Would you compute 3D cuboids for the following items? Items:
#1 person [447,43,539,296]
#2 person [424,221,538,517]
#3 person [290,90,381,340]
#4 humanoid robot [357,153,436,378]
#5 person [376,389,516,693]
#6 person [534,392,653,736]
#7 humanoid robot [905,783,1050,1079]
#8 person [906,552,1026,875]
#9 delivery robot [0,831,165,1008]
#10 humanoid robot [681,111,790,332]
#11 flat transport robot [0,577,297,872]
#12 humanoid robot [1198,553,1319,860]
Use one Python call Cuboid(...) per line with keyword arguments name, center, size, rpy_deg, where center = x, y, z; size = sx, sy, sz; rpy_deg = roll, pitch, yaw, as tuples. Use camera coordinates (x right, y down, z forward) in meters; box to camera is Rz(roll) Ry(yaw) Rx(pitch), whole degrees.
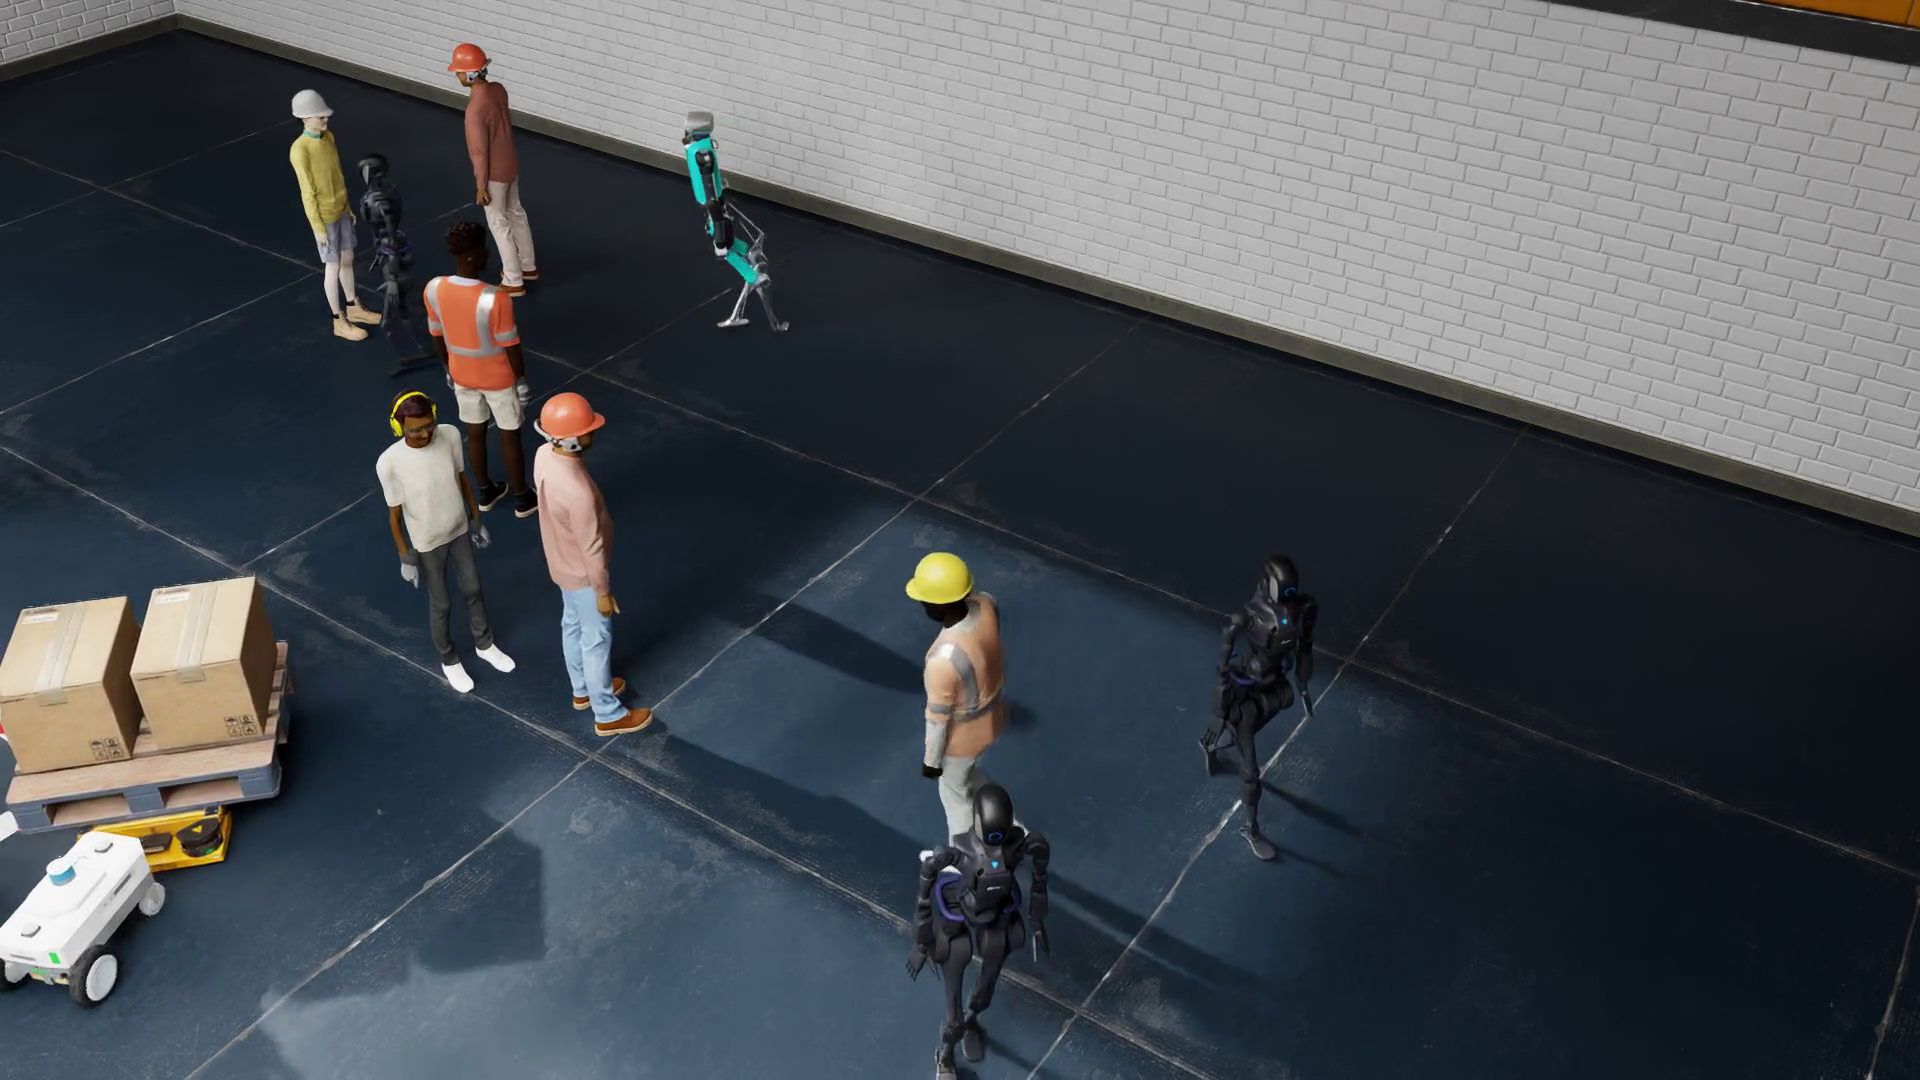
Cuboid(name="person", center=(-3.610, -2.853, 12.850), size=(0.403, 1.988, 0.618), rpy_deg=(5, 35, 8))
Cuboid(name="person", center=(-2.927, -1.034, 10.264), size=(0.607, 1.962, 0.368), rpy_deg=(12, 37, 17))
Cuboid(name="person", center=(-4.649, -2.404, 12.287), size=(0.390, 1.888, 0.489), rpy_deg=(7, 36, 10))
Cuboid(name="humanoid robot", center=(-4.083, -1.964, 11.839), size=(0.418, 1.645, 0.596), rpy_deg=(-17, 38, -23))
Cuboid(name="person", center=(-2.756, 0.003, 8.881), size=(0.349, 1.856, 0.521), rpy_deg=(26, 43, 32))
Cuboid(name="person", center=(-1.930, 0.124, 8.583), size=(0.392, 1.994, 0.610), rpy_deg=(-20, 40, -26))
Cuboid(name="humanoid robot", center=(0.073, 1.581, 6.785), size=(0.604, 1.645, 0.437), rpy_deg=(-9, 36, -12))
Cuboid(name="person", center=(-0.012, 0.840, 7.635), size=(0.451, 1.907, 0.587), rpy_deg=(13, 37, 17))
Cuboid(name="delivery robot", center=(-4.025, 1.707, 7.576), size=(0.499, 0.595, 0.791), rpy_deg=(7, 36, 10))
Cuboid(name="humanoid robot", center=(-1.587, -2.287, 12.339), size=(0.813, 1.877, 0.554), rpy_deg=(-10, 36, -14))
Cuboid(name="flat transport robot", center=(-4.076, 1.159, 8.607), size=(0.659, 0.231, 1.431), rpy_deg=(-8, 36, -11))
Cuboid(name="humanoid robot", center=(1.430, 0.710, 8.087), size=(0.585, 1.631, 0.837), rpy_deg=(-16, 38, -22))
